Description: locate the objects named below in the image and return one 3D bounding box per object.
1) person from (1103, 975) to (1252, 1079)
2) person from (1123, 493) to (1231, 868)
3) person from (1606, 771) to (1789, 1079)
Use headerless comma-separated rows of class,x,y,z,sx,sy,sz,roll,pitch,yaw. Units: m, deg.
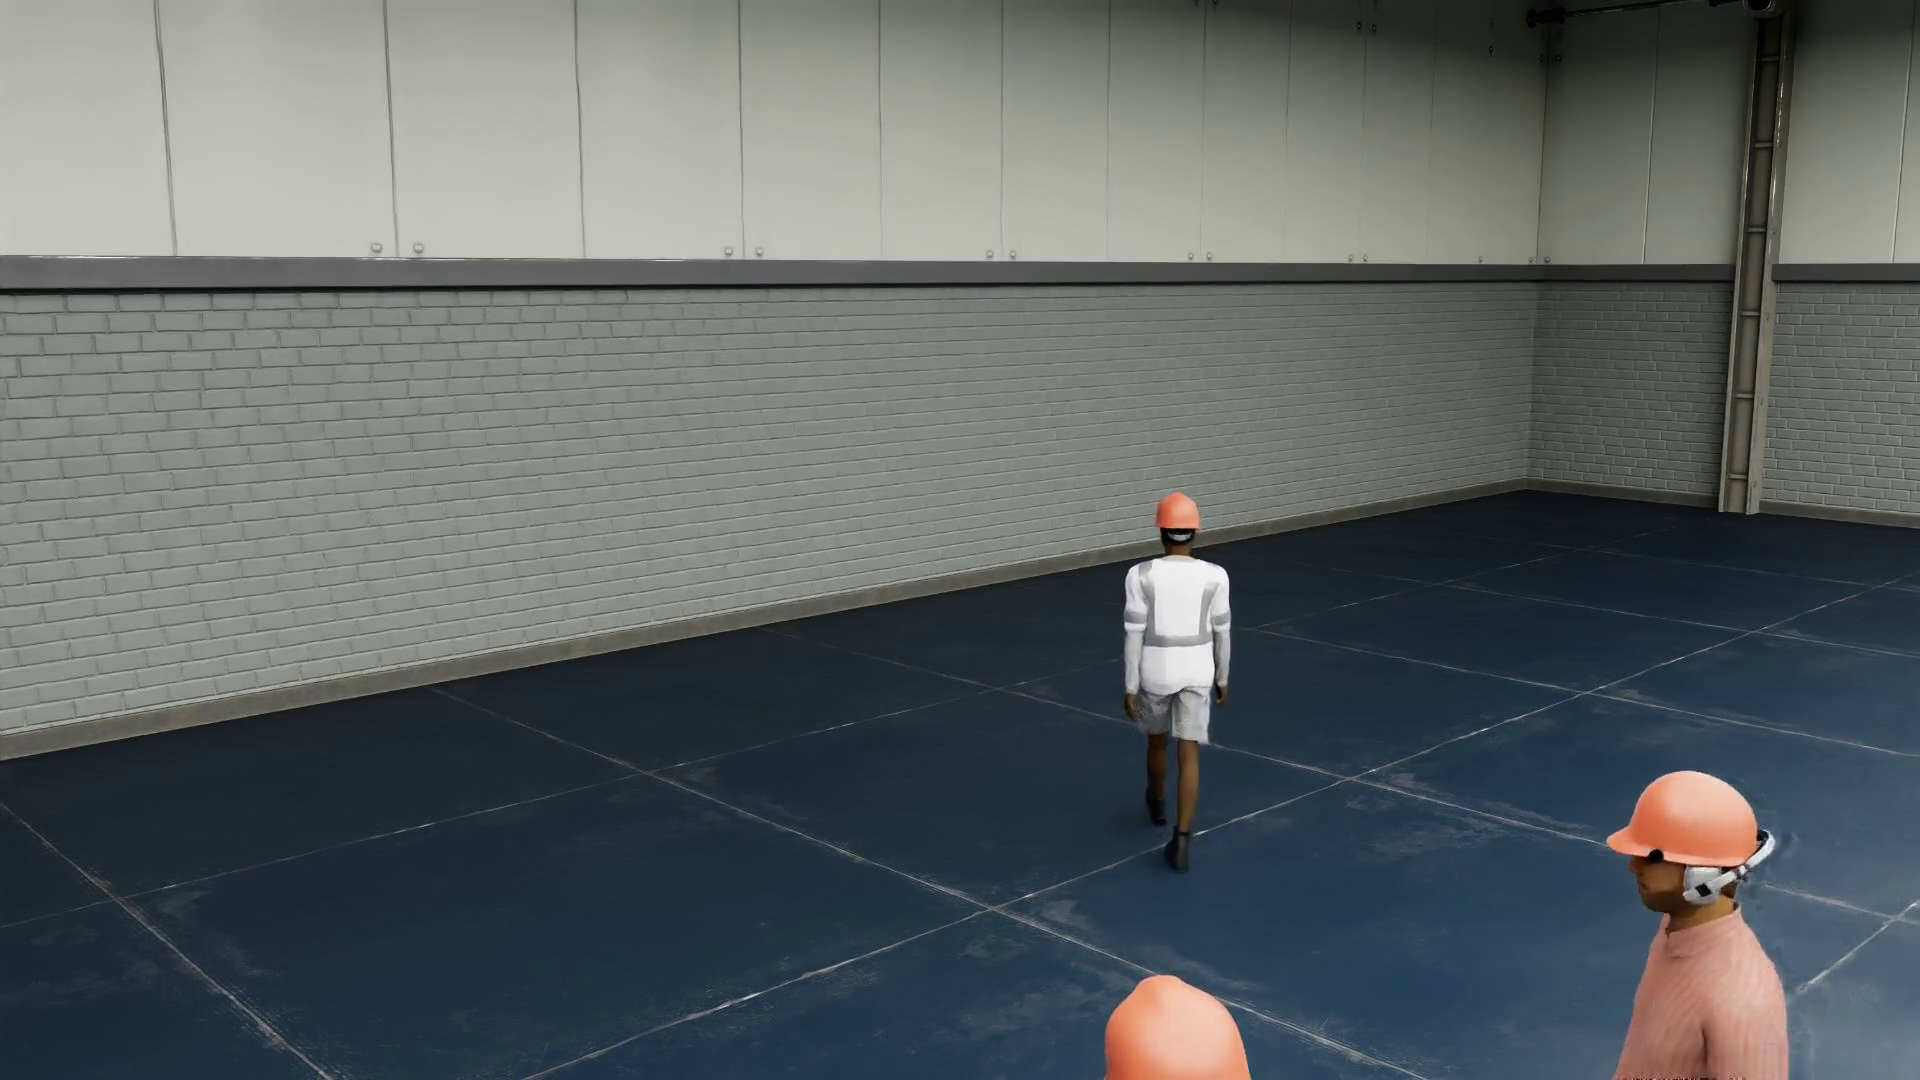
person,0.355,1.647,2.695,0.542,1.931,0.375,-6,11,-33
person,1.133,0.692,8.746,0.566,1.883,1.011,0,9,3
person,1.710,1.467,3.762,1.005,1.955,0.637,2,9,15
